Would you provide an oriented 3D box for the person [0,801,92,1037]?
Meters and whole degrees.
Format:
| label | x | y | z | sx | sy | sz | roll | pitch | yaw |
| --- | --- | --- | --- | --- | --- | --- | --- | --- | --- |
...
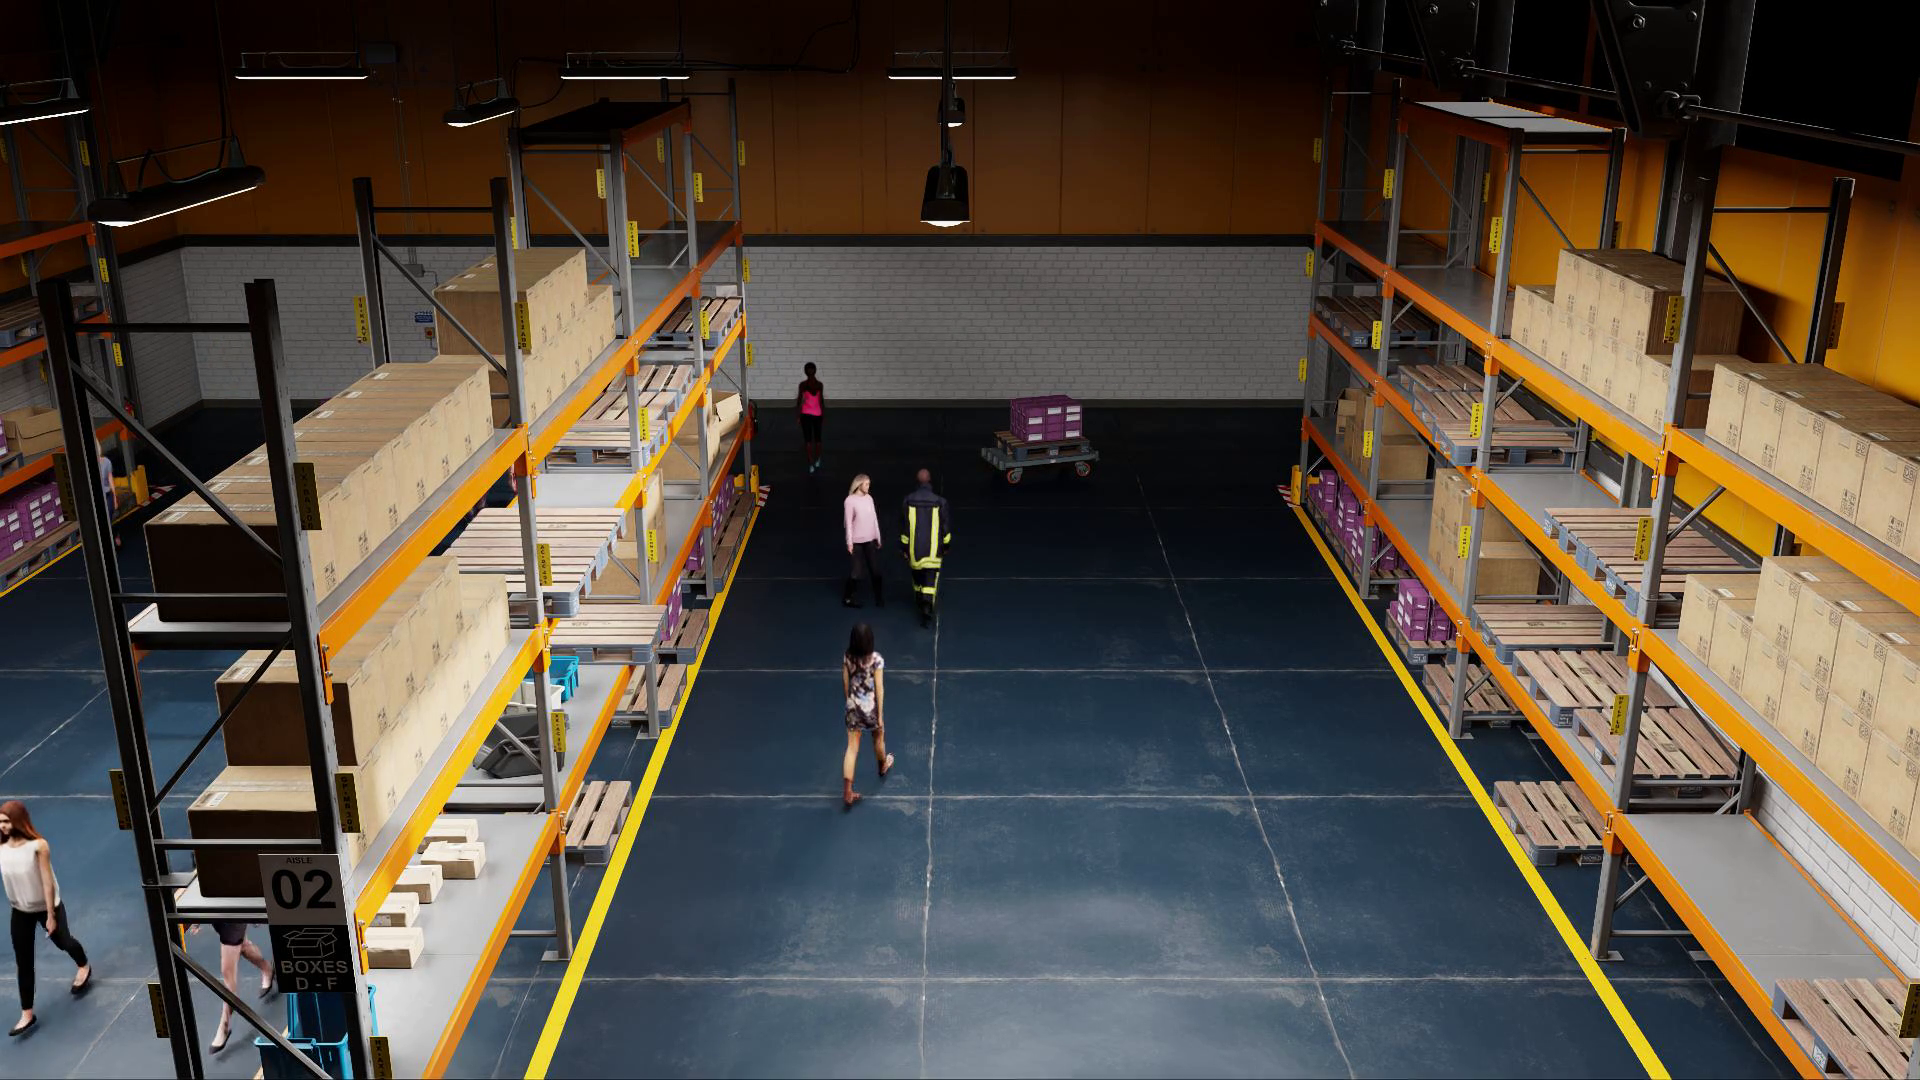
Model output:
| label | x | y | z | sx | sy | sz | roll | pitch | yaw |
| --- | --- | --- | --- | --- | --- | --- | --- | --- | --- |
| person | -6.688 | 2.664 | 12.163 | 0.626 | 1.686 | 1.067 | 1 | 19 | 4 |

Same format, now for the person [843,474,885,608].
| label | x | y | z | sx | sy | sz | roll | pitch | yaw |
| --- | --- | --- | --- | --- | --- | --- | --- | --- | --- |
| person | -1.181 | 0.025 | 20.045 | 0.784 | 1.657 | 0.843 | -12 | 22 | -32 |

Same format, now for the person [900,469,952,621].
| label | x | y | z | sx | sy | sz | roll | pitch | yaw |
| --- | --- | --- | --- | --- | --- | --- | --- | --- | --- |
| person | -0.419 | 0.068 | 19.707 | 0.779 | 1.790 | 1.172 | 1 | 19 | 4 |

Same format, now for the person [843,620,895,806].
| label | x | y | z | sx | sy | sz | roll | pitch | yaw |
| --- | --- | --- | --- | --- | --- | --- | --- | --- | --- |
| person | -0.925 | 1.618 | 15.277 | 0.924 | 1.681 | 1.245 | 7 | 20 | 21 |

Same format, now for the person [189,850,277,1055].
| label | x | y | z | sx | sy | sz | roll | pitch | yaw |
| --- | --- | --- | --- | --- | --- | --- | --- | --- | --- |
| person | -5.230 | 2.669 | 11.998 | 0.724 | 1.783 | 1.200 | 3 | 19 | 7 |

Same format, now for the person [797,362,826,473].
| label | x | y | z | sx | sy | sz | roll | pitch | yaw |
| --- | --- | --- | --- | --- | --- | --- | --- | --- | --- |
| person | -2.291 | -1.863 | 25.581 | 0.631 | 1.701 | 0.980 | -2 | 19 | -6 |
